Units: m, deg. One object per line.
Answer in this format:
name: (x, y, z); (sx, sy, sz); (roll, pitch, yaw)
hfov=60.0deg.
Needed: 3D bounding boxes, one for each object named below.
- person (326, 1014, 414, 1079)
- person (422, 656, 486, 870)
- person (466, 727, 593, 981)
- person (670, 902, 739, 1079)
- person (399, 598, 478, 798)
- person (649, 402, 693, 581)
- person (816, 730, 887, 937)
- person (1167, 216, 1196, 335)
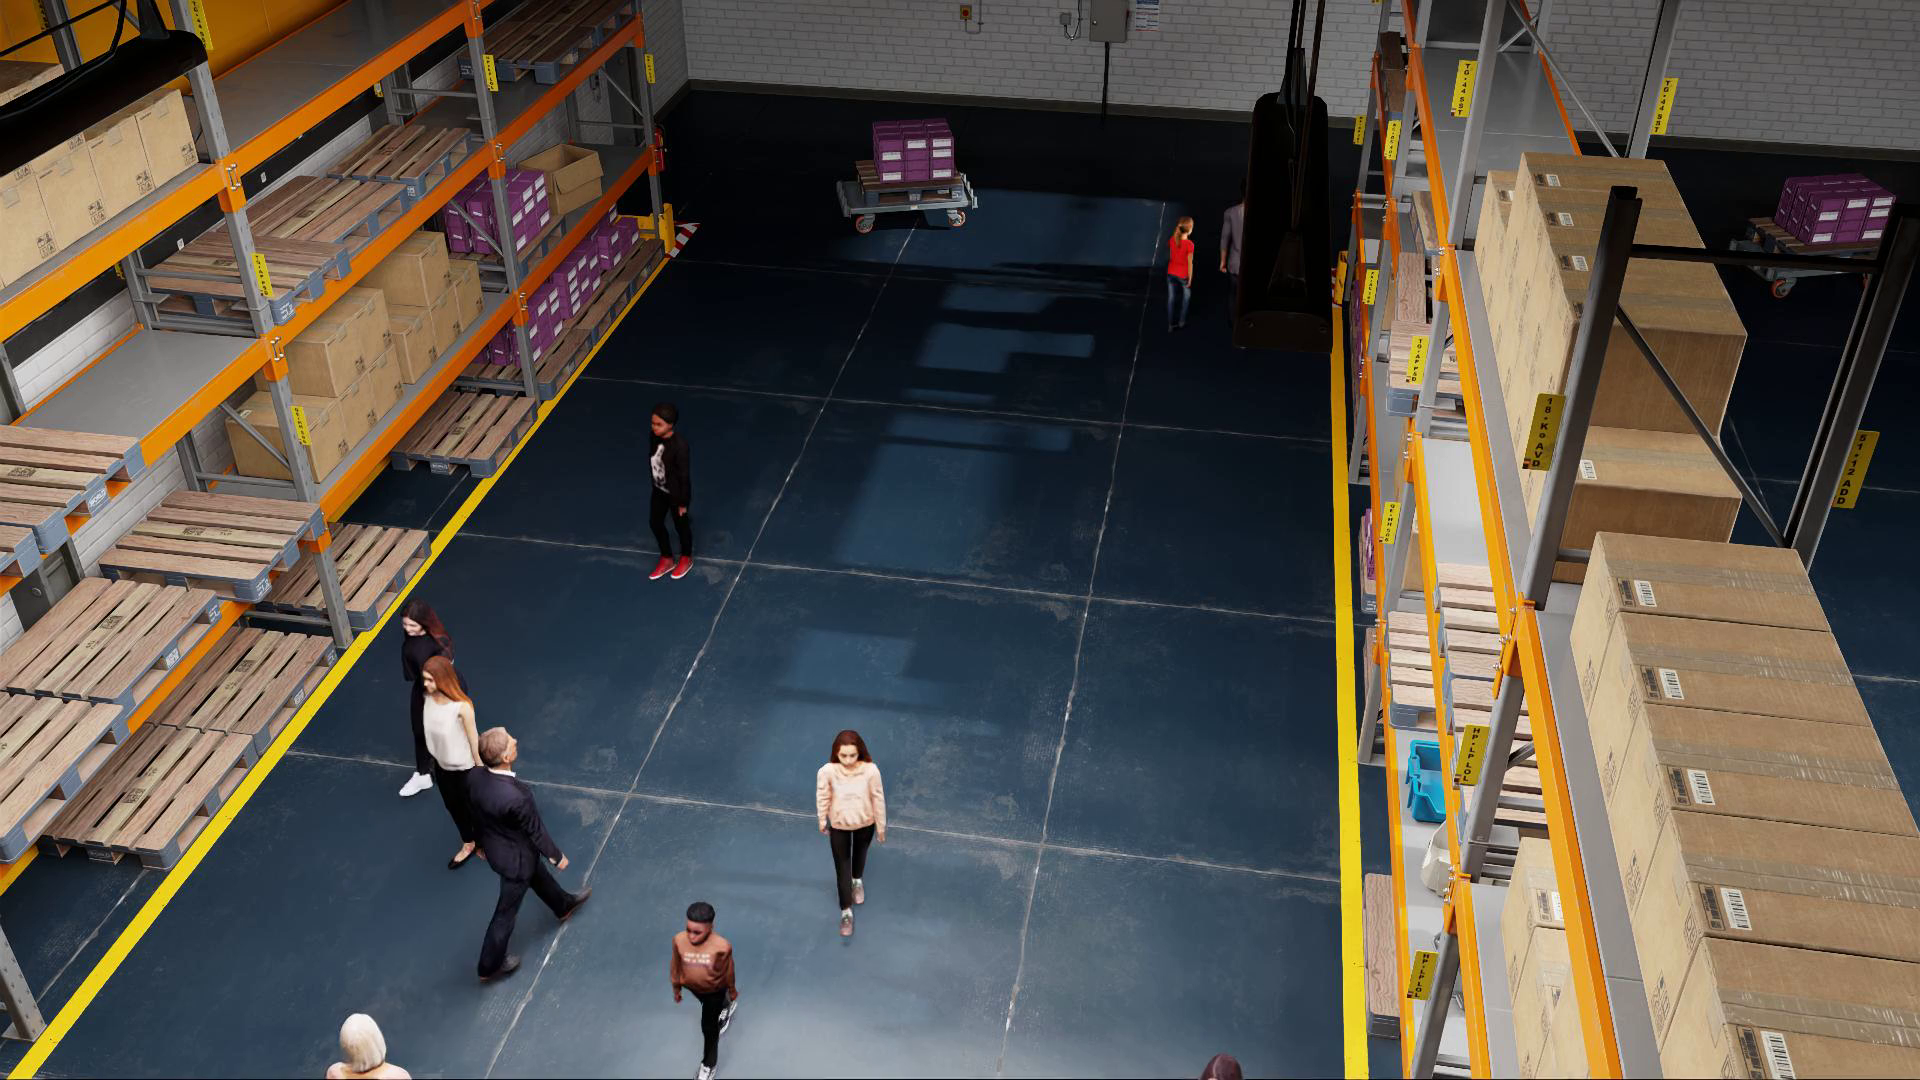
person: (-2.947, 3.066, 8.570); (0.619, 1.724, 0.549); (2, 34, 3)
person: (-3.274, 1.428, 11.050); (0.773, 1.708, 0.935); (20, 38, 27)
person: (-2.808, 1.954, 10.202); (1.095, 1.770, 1.275); (27, 42, 34)
person: (-1.466, 2.560, 9.778); (0.590, 1.230, 0.918); (9, 35, 13)
person: (-3.618, 1.016, 11.759); (0.767, 1.609, 0.956); (16, 37, 23)
person: (-2.364, -0.446, 13.907); (0.742, 1.665, 0.778); (21, 39, 29)
person: (-0.702, 1.776, 10.746); (0.729, 1.464, 0.884); (-4, 34, -7)
person: (2.311, -2.815, 17.805); (0.557, 1.296, 0.637); (19, 38, 26)
